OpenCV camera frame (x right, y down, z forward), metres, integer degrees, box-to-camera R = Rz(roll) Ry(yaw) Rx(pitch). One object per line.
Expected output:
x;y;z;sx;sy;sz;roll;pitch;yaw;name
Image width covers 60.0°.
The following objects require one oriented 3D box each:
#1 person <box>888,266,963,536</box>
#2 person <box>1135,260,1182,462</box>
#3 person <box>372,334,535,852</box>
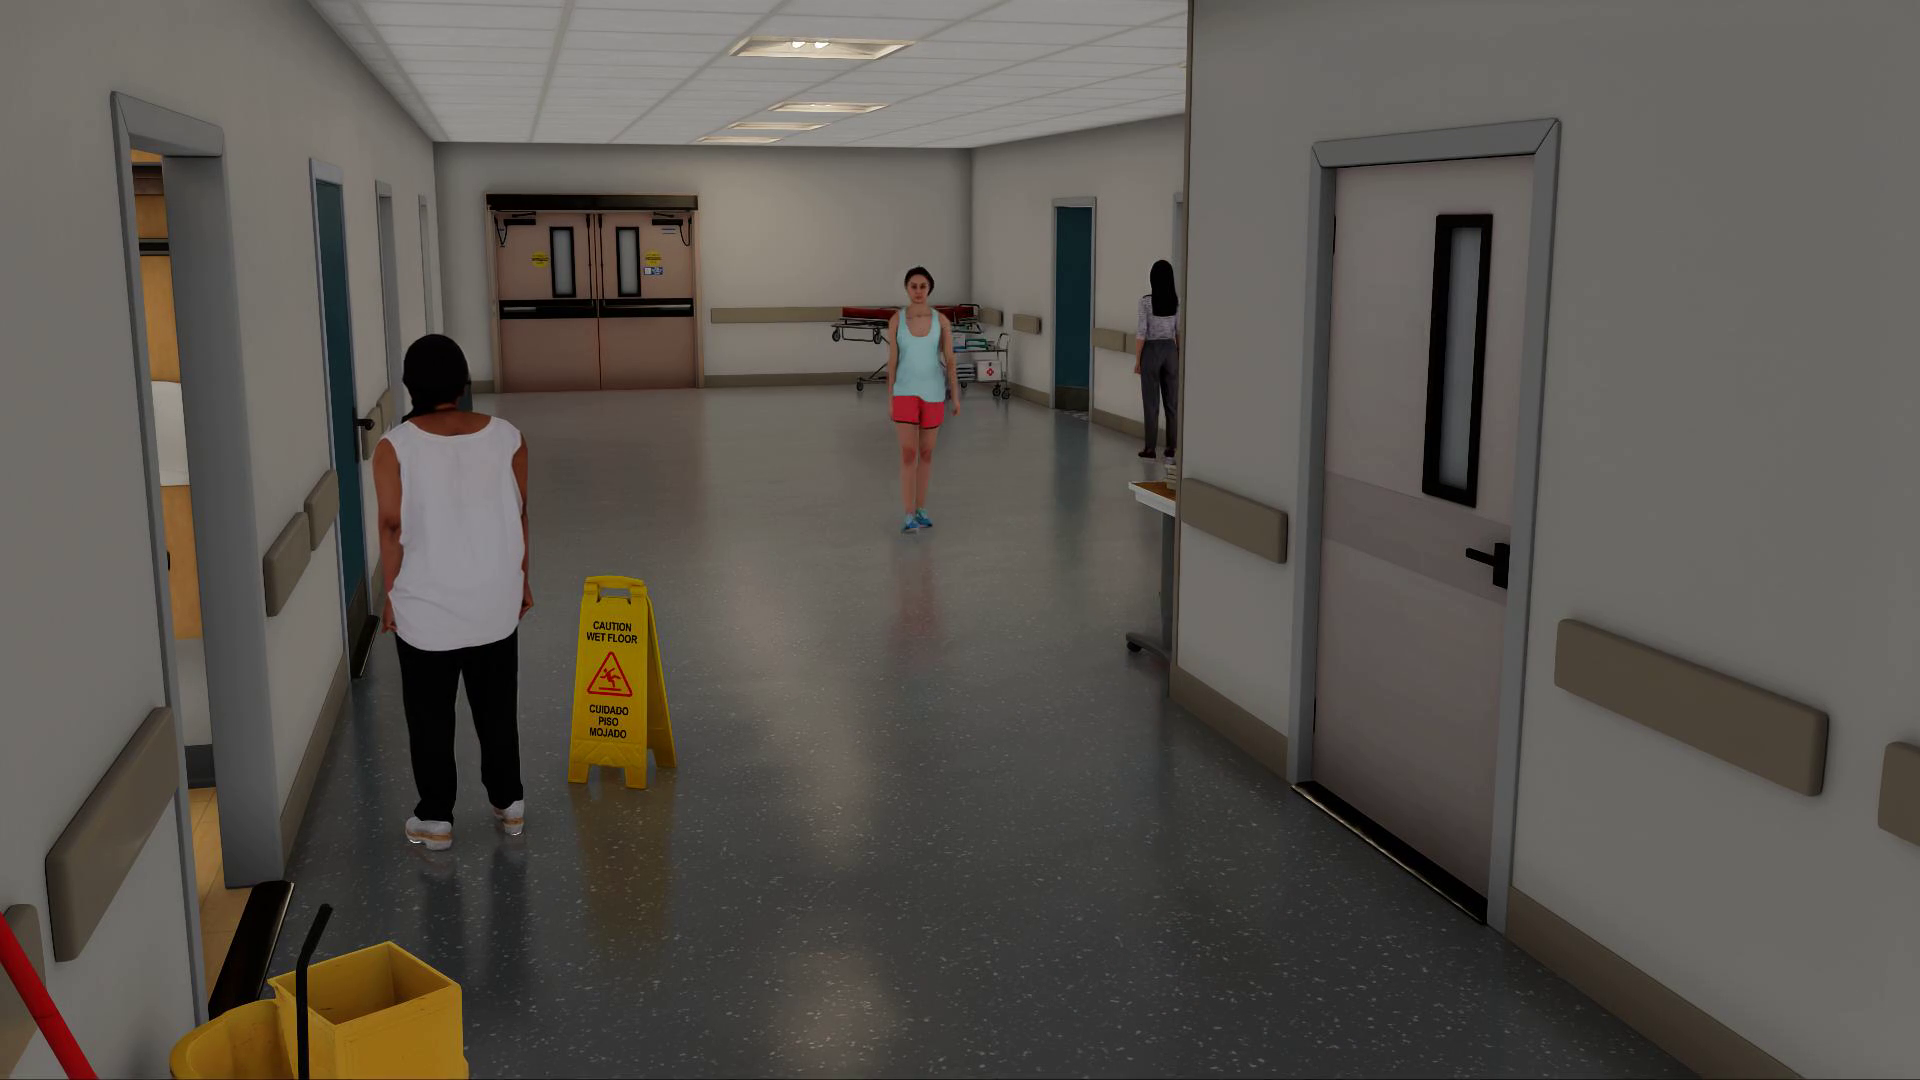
-0.280;-0.925;11.060;0.700;1.745;0.994;-2;11;-12;person
1.739;-1.559;14.436;0.597;1.734;0.516;-2;11;-12;person
-1.682;0.162;5.487;0.736;1.688;0.719;-7;13;-34;person
